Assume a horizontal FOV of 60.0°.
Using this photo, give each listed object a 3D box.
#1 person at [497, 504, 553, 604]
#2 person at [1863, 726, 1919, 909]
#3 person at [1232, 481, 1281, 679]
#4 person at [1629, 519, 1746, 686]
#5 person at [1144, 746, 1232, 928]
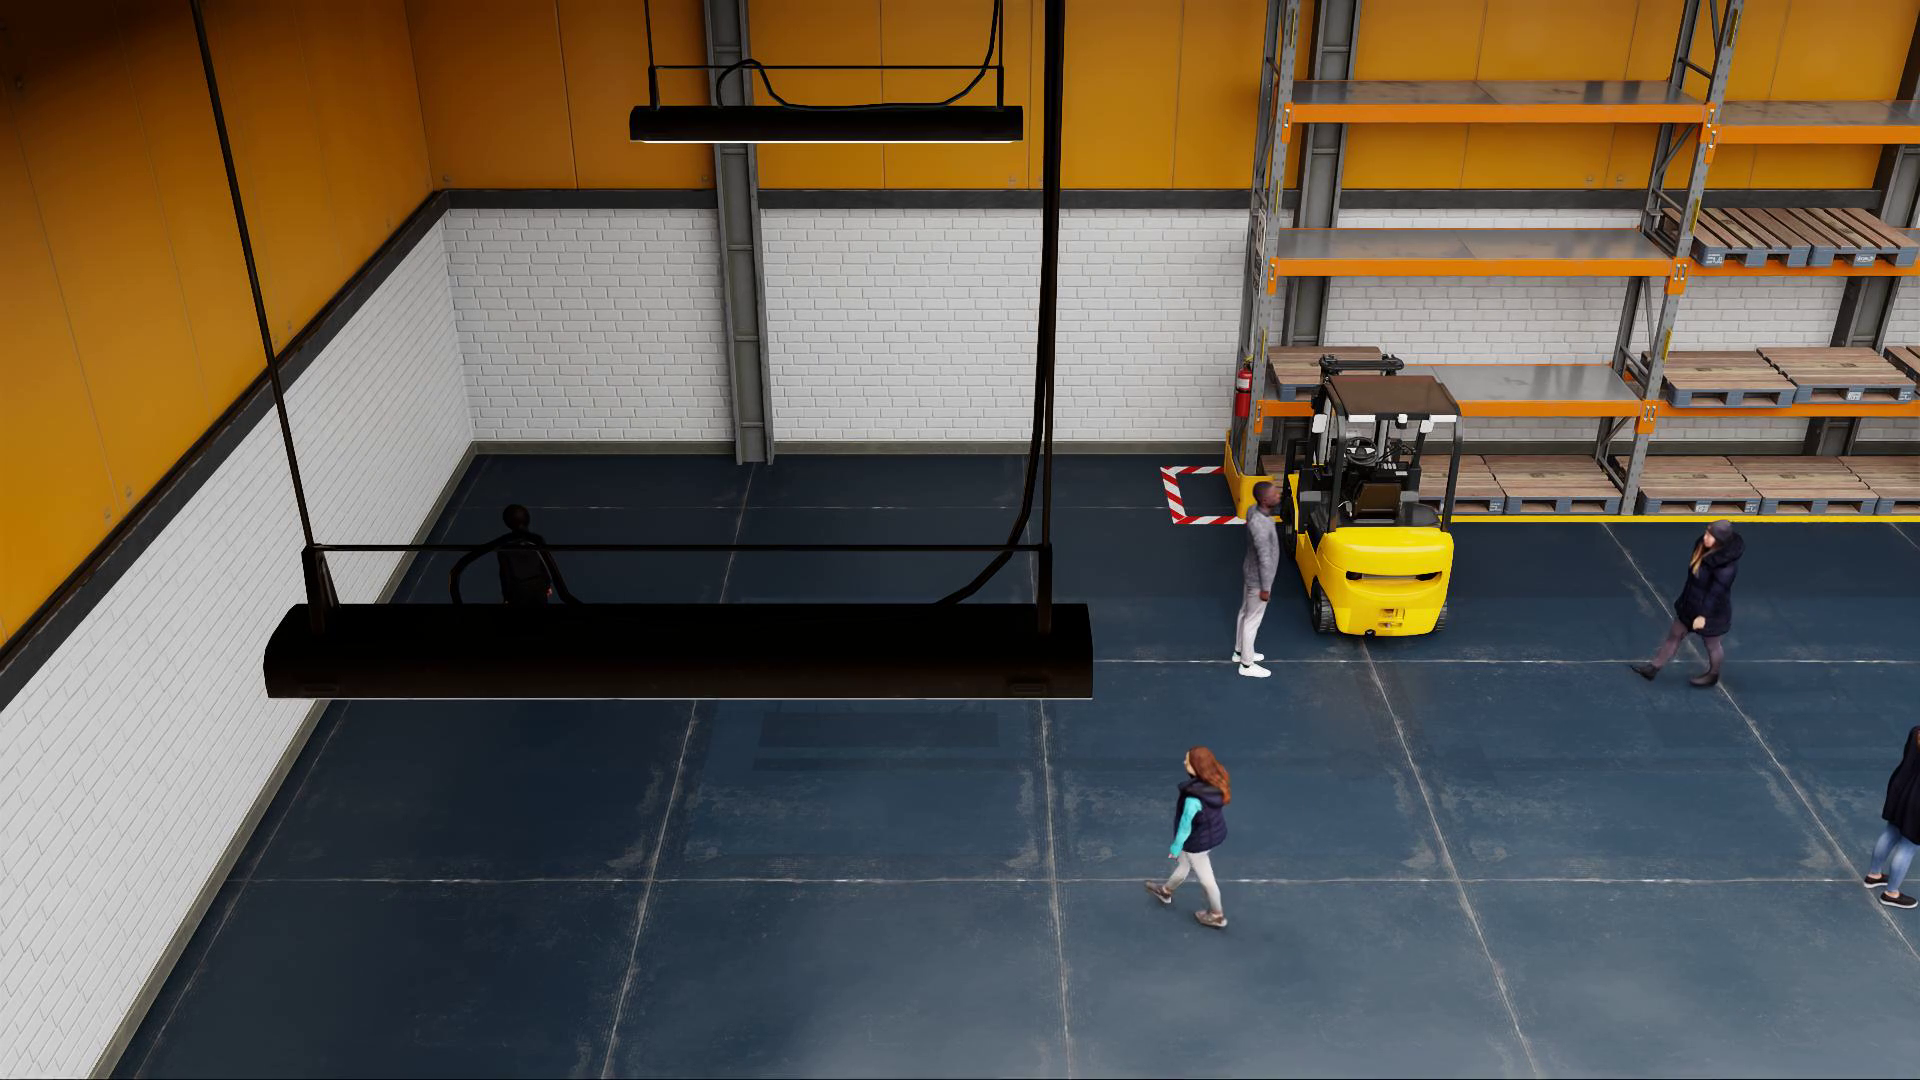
[{"bbox_3d":[-3.761,0.436,14.444,0.621,1.674,0.736,-16,32,-26],"label":"person"},{"bbox_3d":[6.787,1.857,11.828,0.568,1.684,0.637,-2,29,-4],"label":"person"},{"bbox_3d":[2.578,0.315,14.494,0.517,1.839,0.677,0,29,0],"label":"person"},{"bbox_3d":[6.456,0.579,14.223,1.020,1.635,0.697,-1,29,-2],"label":"person"},{"bbox_3d":[1.742,2.091,11.620,0.981,1.473,0.814,13,31,23],"label":"person"}]
